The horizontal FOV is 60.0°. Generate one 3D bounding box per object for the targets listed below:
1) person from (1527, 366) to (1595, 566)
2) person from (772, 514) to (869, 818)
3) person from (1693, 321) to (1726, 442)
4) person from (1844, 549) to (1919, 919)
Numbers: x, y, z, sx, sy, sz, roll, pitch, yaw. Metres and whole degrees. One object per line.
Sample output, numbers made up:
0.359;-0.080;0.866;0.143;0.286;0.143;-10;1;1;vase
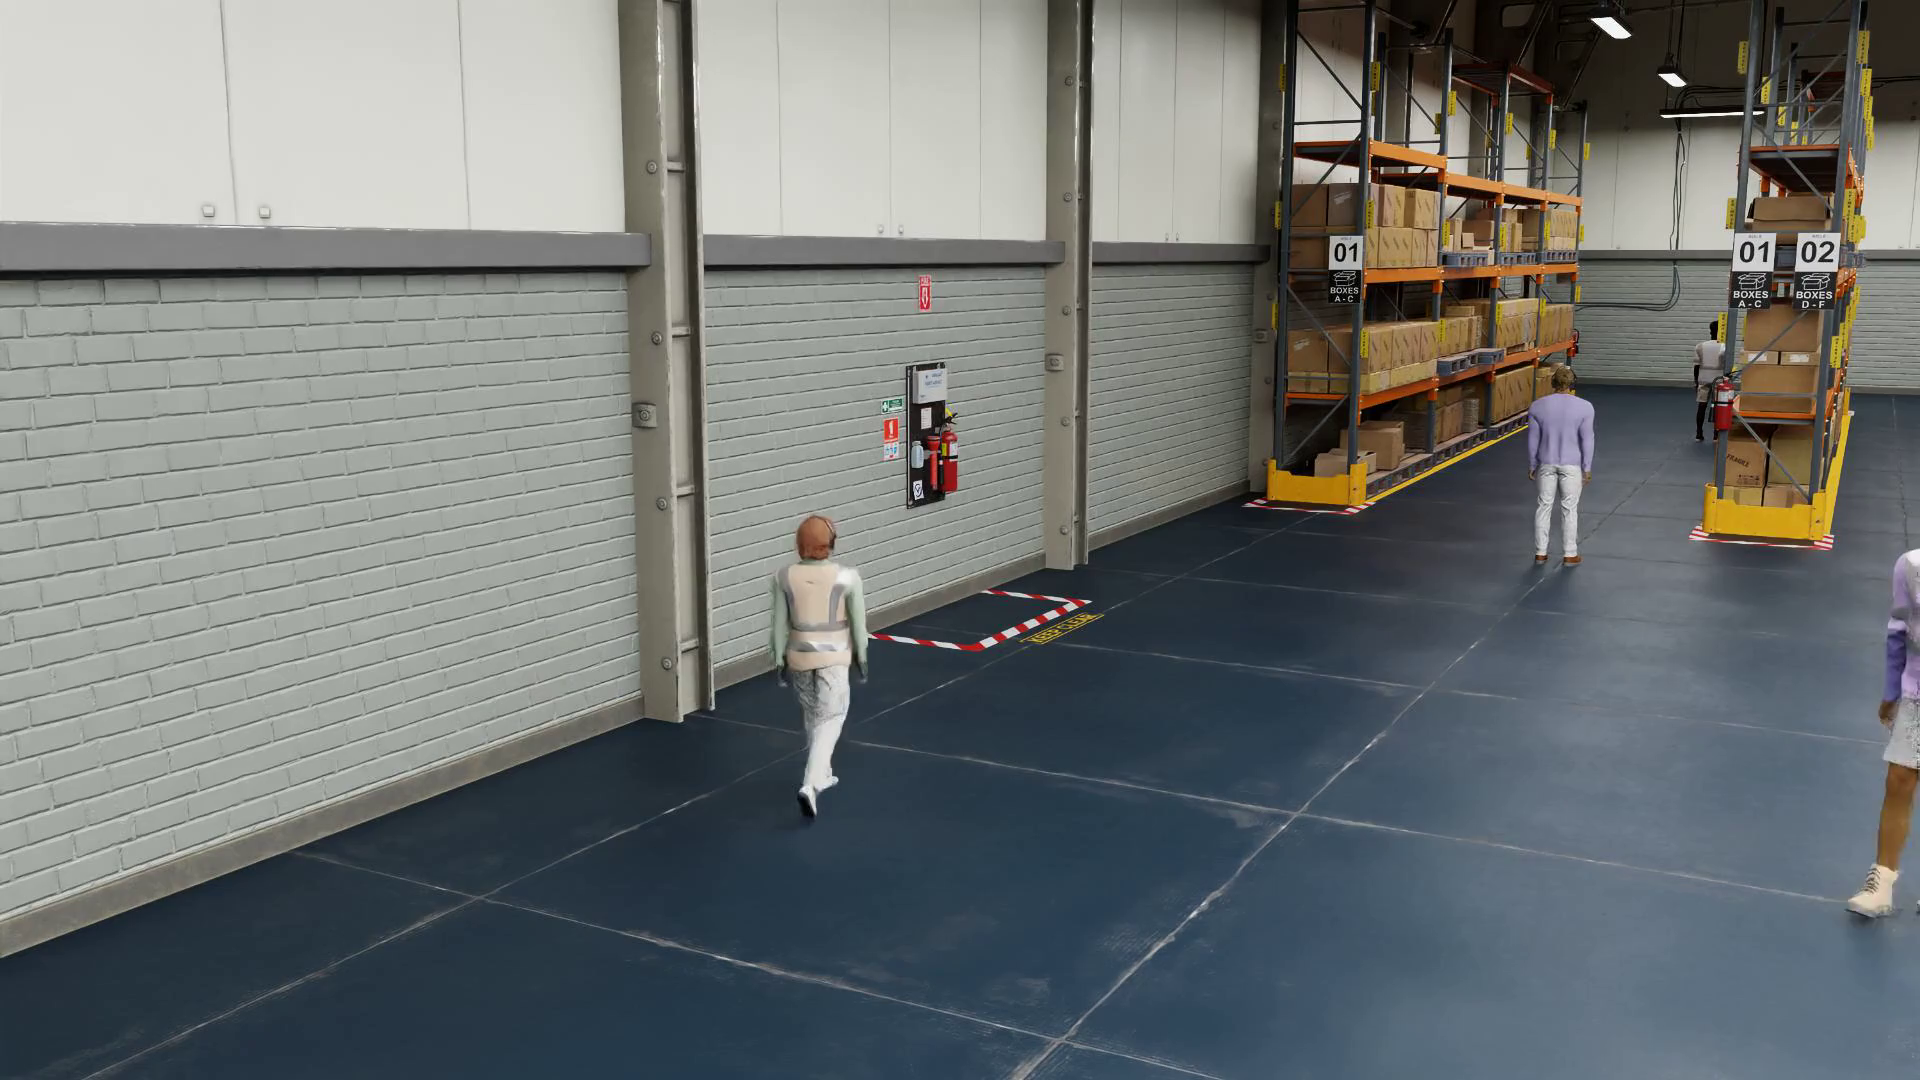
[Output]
5.806;-0.712;16.108;0.627;1.940;0.373;6;11;32;person
-0.775;0.668;9.005;0.517;1.615;0.800;3;10;16;person
12.137;-2.555;26.818;0.607;1.966;0.367;8;13;41;person
4.339;0.738;7.359;0.777;2.021;0.641;-8;12;-39;person
